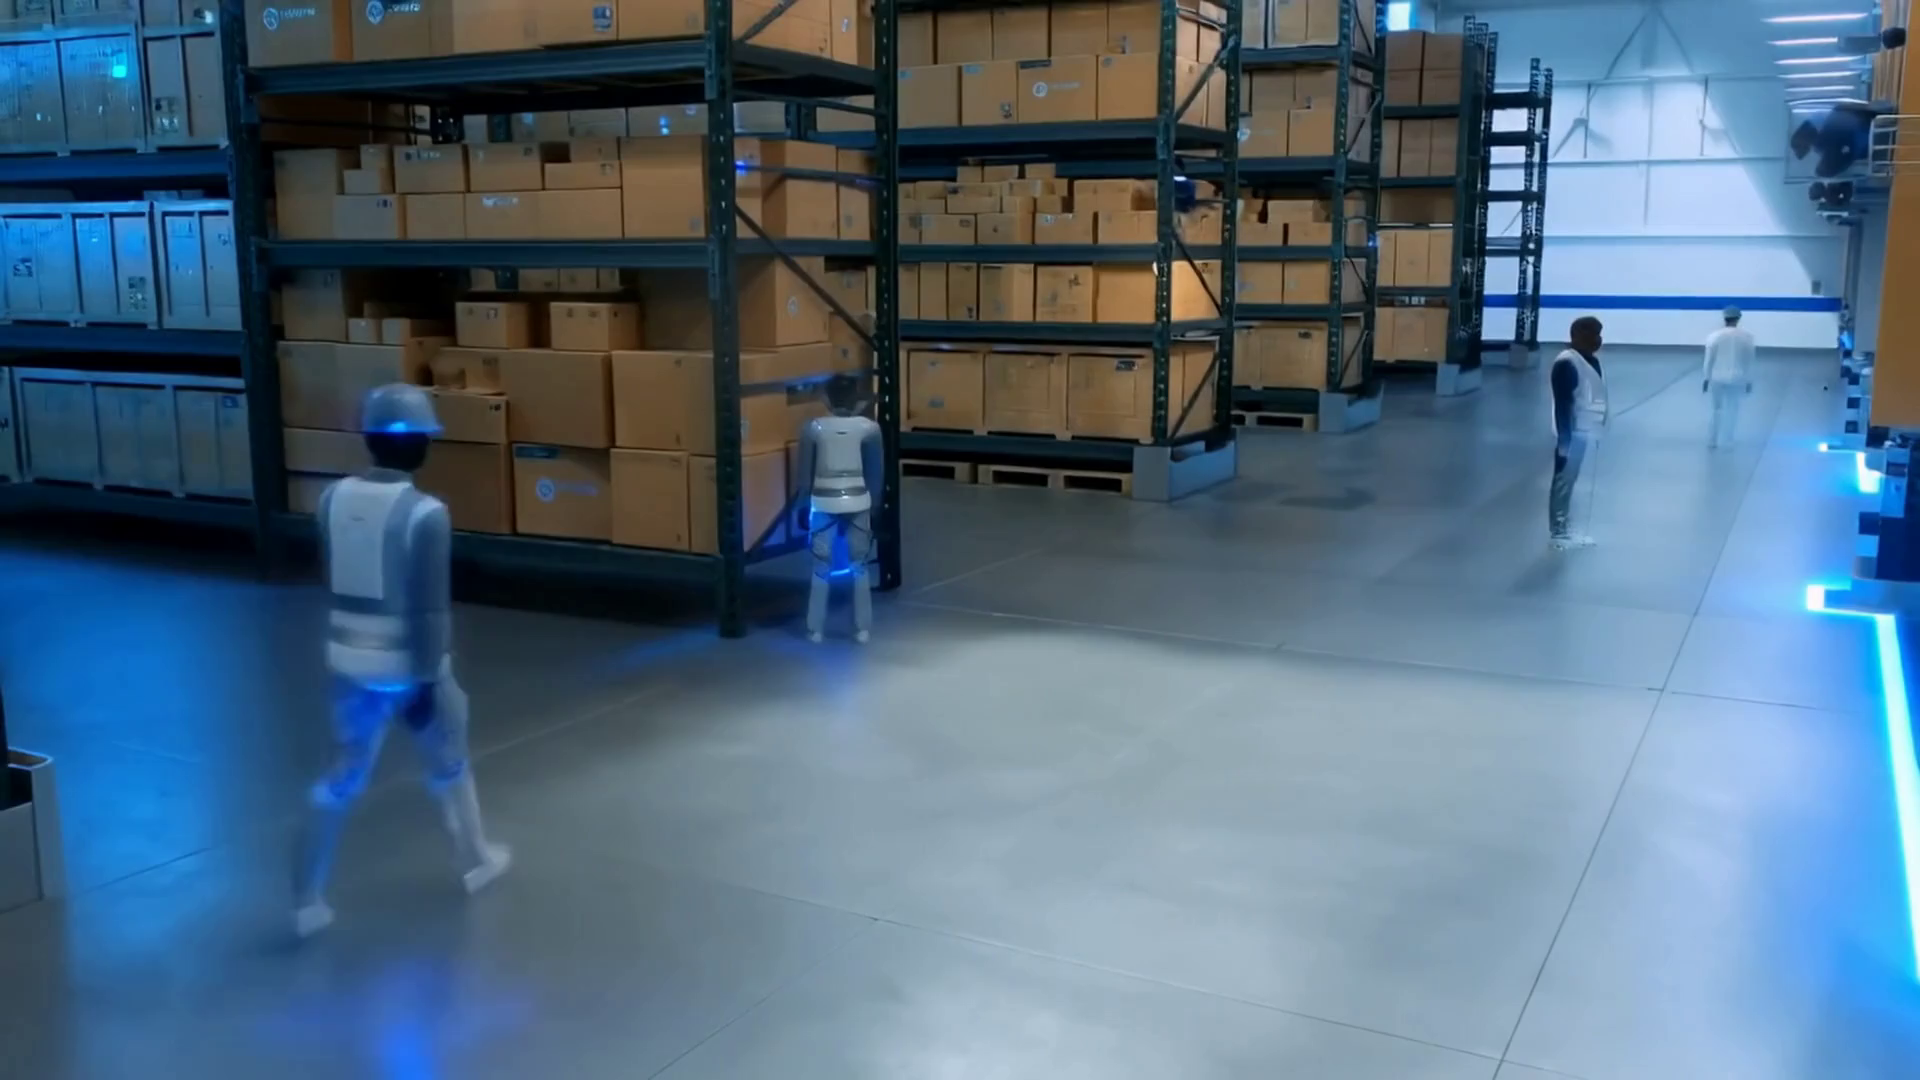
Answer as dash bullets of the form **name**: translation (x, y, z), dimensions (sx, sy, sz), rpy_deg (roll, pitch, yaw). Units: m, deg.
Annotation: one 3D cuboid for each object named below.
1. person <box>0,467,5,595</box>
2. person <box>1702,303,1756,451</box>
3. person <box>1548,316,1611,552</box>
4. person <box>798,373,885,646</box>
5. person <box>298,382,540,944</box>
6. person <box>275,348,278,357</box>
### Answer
- **person**: translation (-6.901, -0.523, 11.385), dimensions (0.792, 1.805, 0.598), rpy_deg (4, 11, 23)
- **person**: translation (9.064, -1.922, 19.639), dimensions (0.573, 1.746, 0.346), rpy_deg (2, 10, 11)
- **person**: translation (4.877, -0.835, 13.084), dimensions (0.429, 1.842, 0.636), rpy_deg (9, 13, 42)
- **person**: translation (-0.698, -0.173, 9.885), dimensions (0.524, 1.634, 0.313), rpy_deg (-2, 10, -12)
- **person**: translation (-1.952, 0.400, 5.801), dimensions (0.603, 1.897, 0.992), rpy_deg (5, 11, 25)
- **person**: translation (-7.824, -1.931, 19.310), dimensions (0.688, 1.900, 0.357), rpy_deg (2, 10, 11)
